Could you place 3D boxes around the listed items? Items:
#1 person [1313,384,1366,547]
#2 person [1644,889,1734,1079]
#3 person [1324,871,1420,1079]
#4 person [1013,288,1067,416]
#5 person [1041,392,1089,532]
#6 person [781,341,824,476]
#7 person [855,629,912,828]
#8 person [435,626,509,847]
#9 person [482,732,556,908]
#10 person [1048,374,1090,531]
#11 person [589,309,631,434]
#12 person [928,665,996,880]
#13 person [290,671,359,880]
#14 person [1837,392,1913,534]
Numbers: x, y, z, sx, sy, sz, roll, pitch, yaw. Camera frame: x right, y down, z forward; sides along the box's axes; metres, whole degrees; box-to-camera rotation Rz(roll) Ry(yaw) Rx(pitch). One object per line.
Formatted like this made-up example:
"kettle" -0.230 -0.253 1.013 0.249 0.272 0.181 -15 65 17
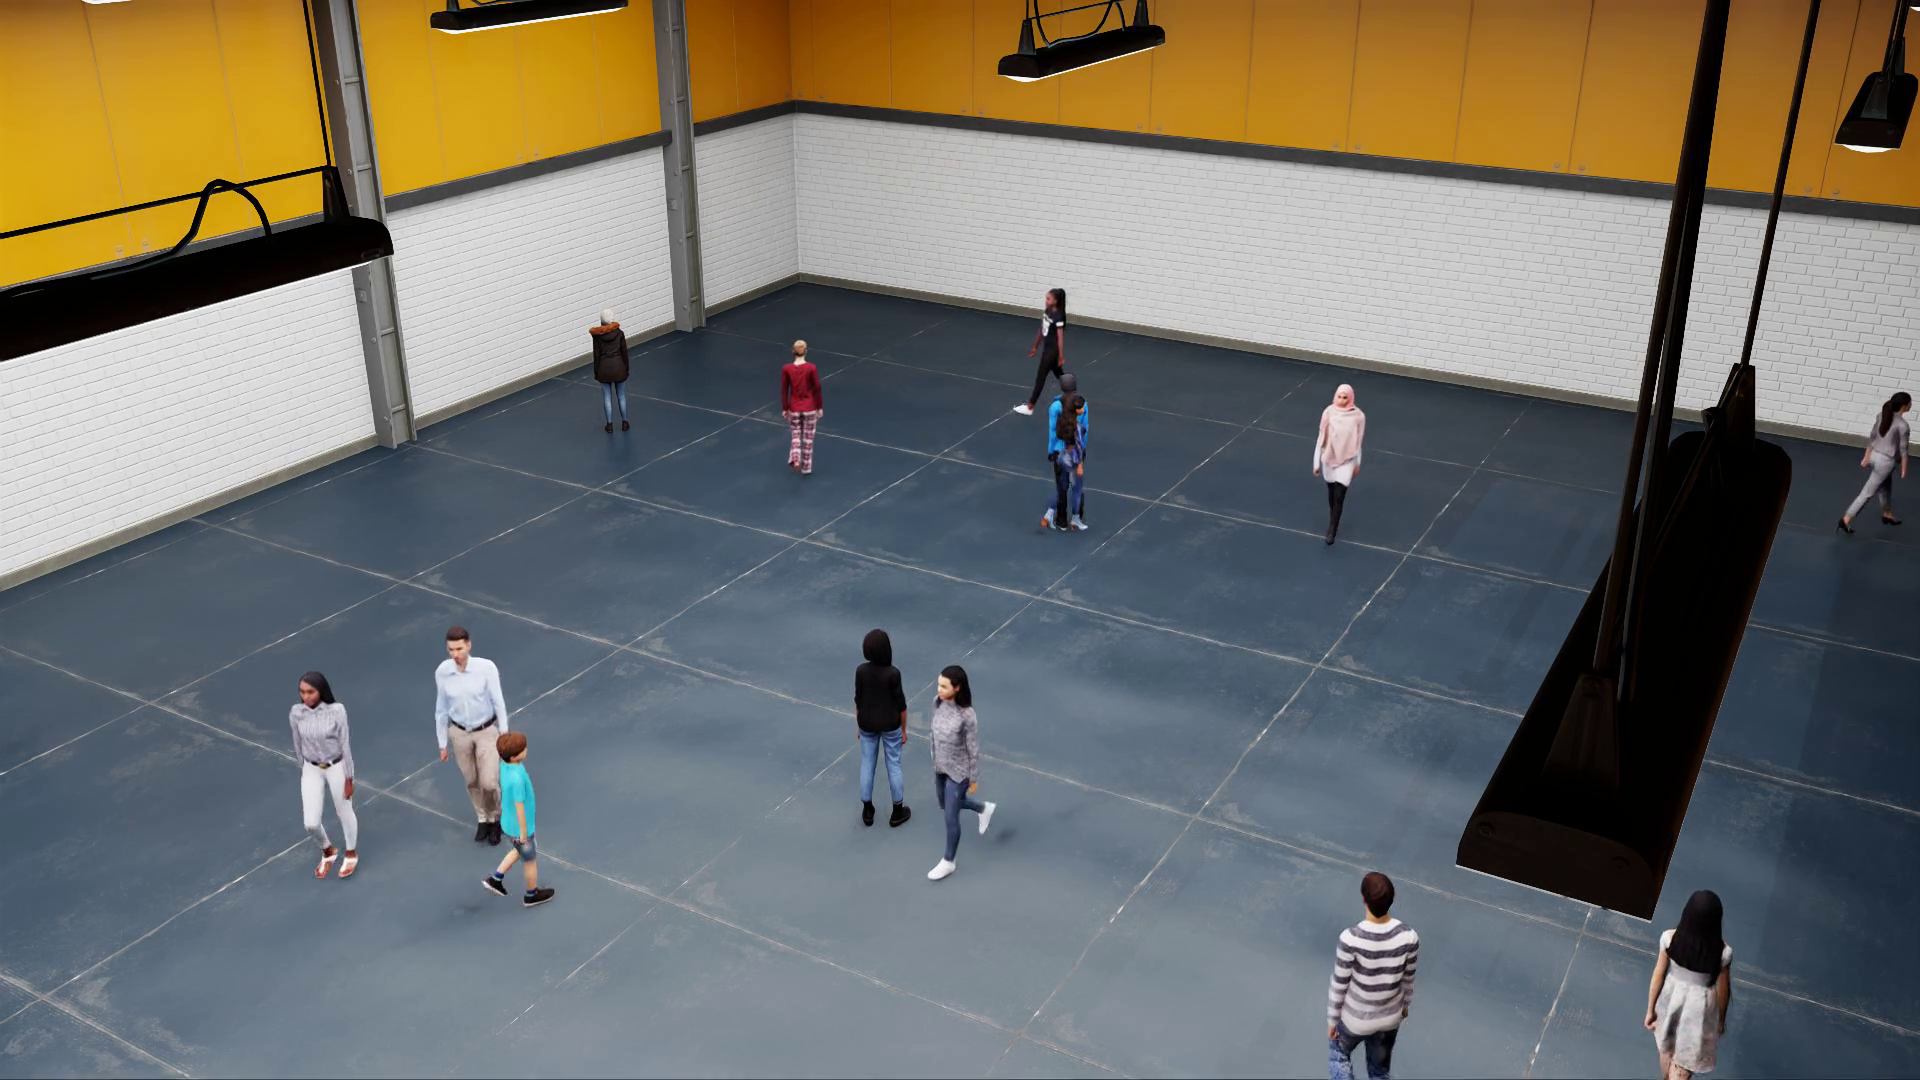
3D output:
"person" 4.161 -0.856 18.248 0.751 1.755 1.172 9 25 19
"person" 4.229 2.878 9.733 0.643 1.735 1.191 15 28 31
"person" 2.427 2.835 9.712 0.833 1.830 0.864 -1 24 -1
"person" 1.282 -2.479 22.054 1.187 1.682 1.127 -7 24 -15
"person" 1.177 -0.856 18.415 0.911 1.623 0.837 -10 26 -22
"person" -1.898 -1.557 19.933 0.745 1.692 0.780 3 24 7
"person" -0.620 1.468 12.997 0.633 1.703 0.638 4 24 9
"person" -3.737 1.456 12.859 0.787 1.835 0.816 -1 24 -2
"person" -3.261 2.033 12.034 0.817 1.439 0.716 -13 27 -27
"person" 1.207 -0.983 18.482 0.683 1.802 0.735 -5 24 -12
"person" -4.498 -2.195 21.464 0.742 1.634 0.810 -8 25 -17
"person" 0.024 1.692 12.474 1.065 1.712 0.807 -21 31 -39
"person" -4.681 1.711 12.429 0.726 1.713 0.772 -1 24 -2
"person" 10.065 -0.800 18.281 1.129 1.628 1.129 -4 24 -9
